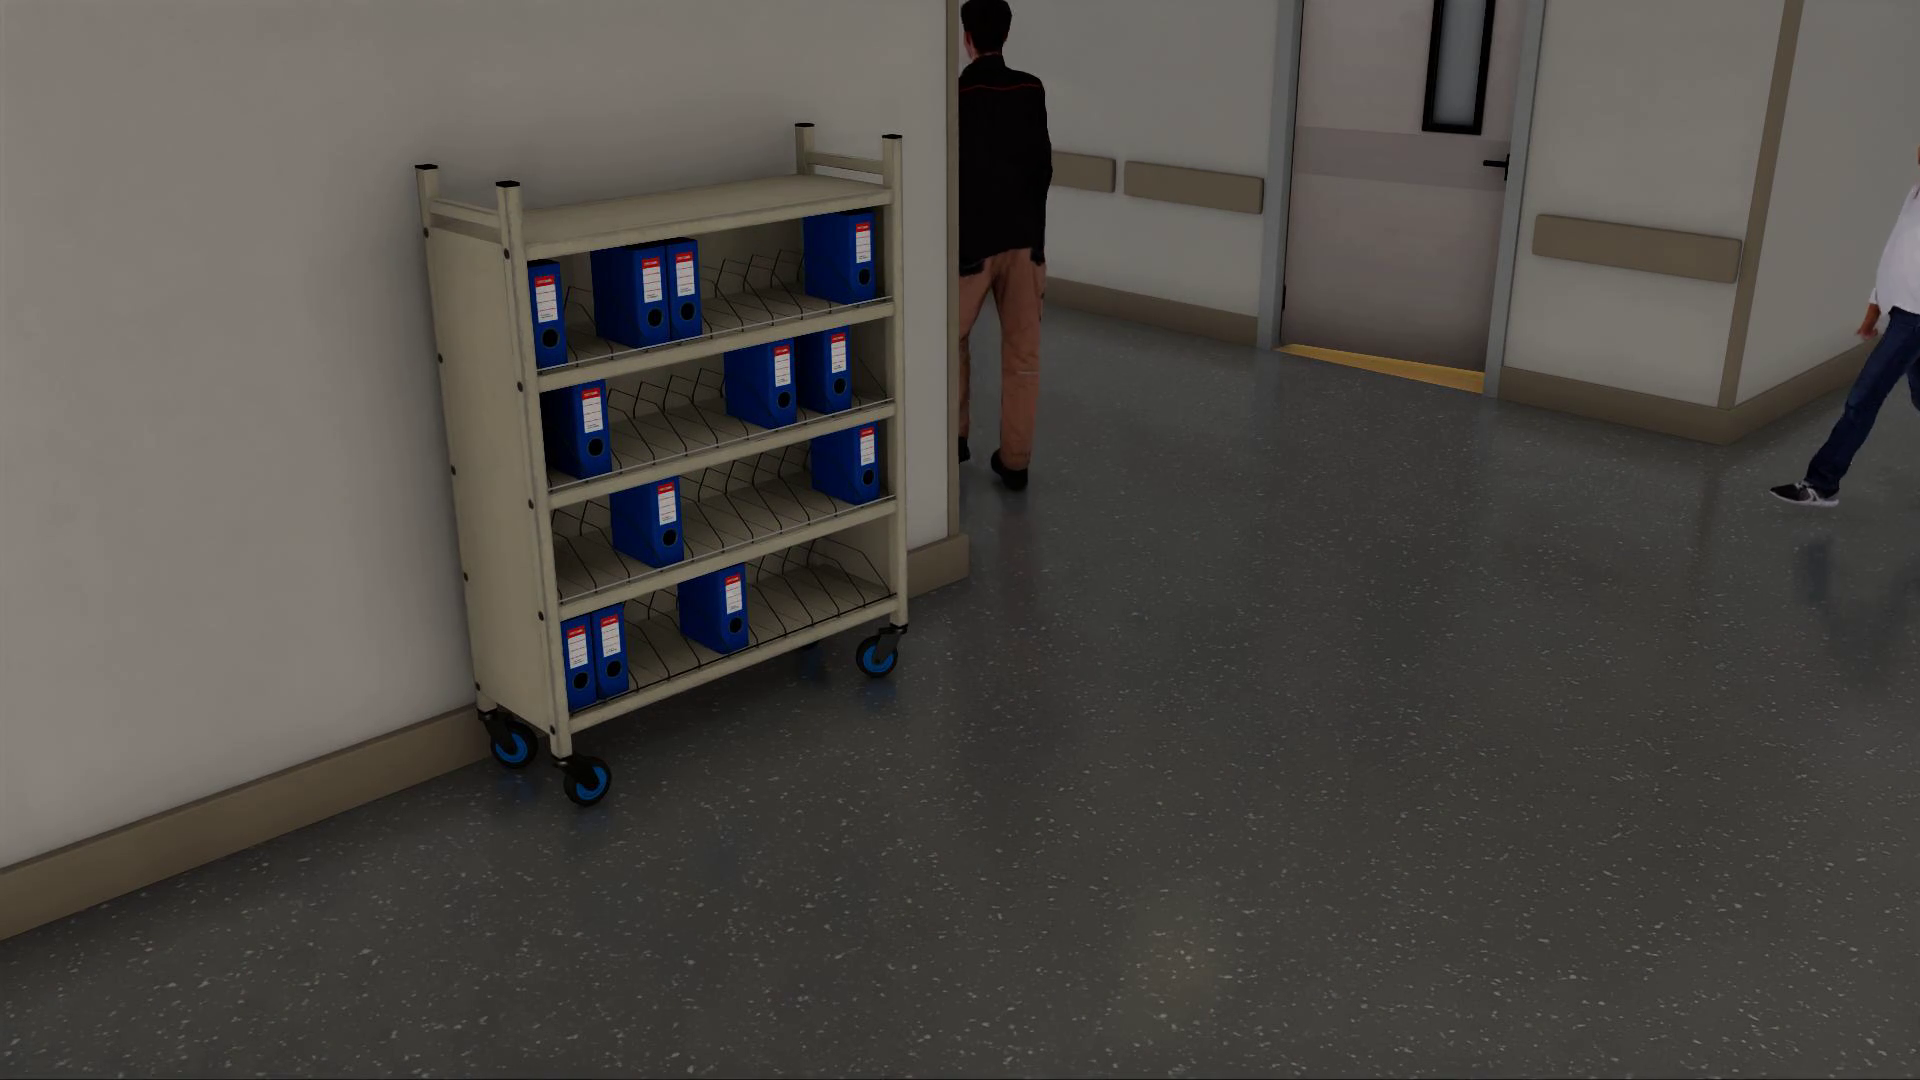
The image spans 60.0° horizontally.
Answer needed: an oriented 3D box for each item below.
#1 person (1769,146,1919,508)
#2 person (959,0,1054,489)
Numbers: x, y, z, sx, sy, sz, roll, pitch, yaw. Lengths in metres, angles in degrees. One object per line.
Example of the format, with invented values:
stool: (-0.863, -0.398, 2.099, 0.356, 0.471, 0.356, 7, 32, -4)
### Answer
person: (3.703, -0.832, 6.307, 1.099, 1.515, 1.027, -1, 21, -2)
person: (0.164, -1.130, 6.544, 0.949, 1.905, 0.979, -6, 22, -15)
